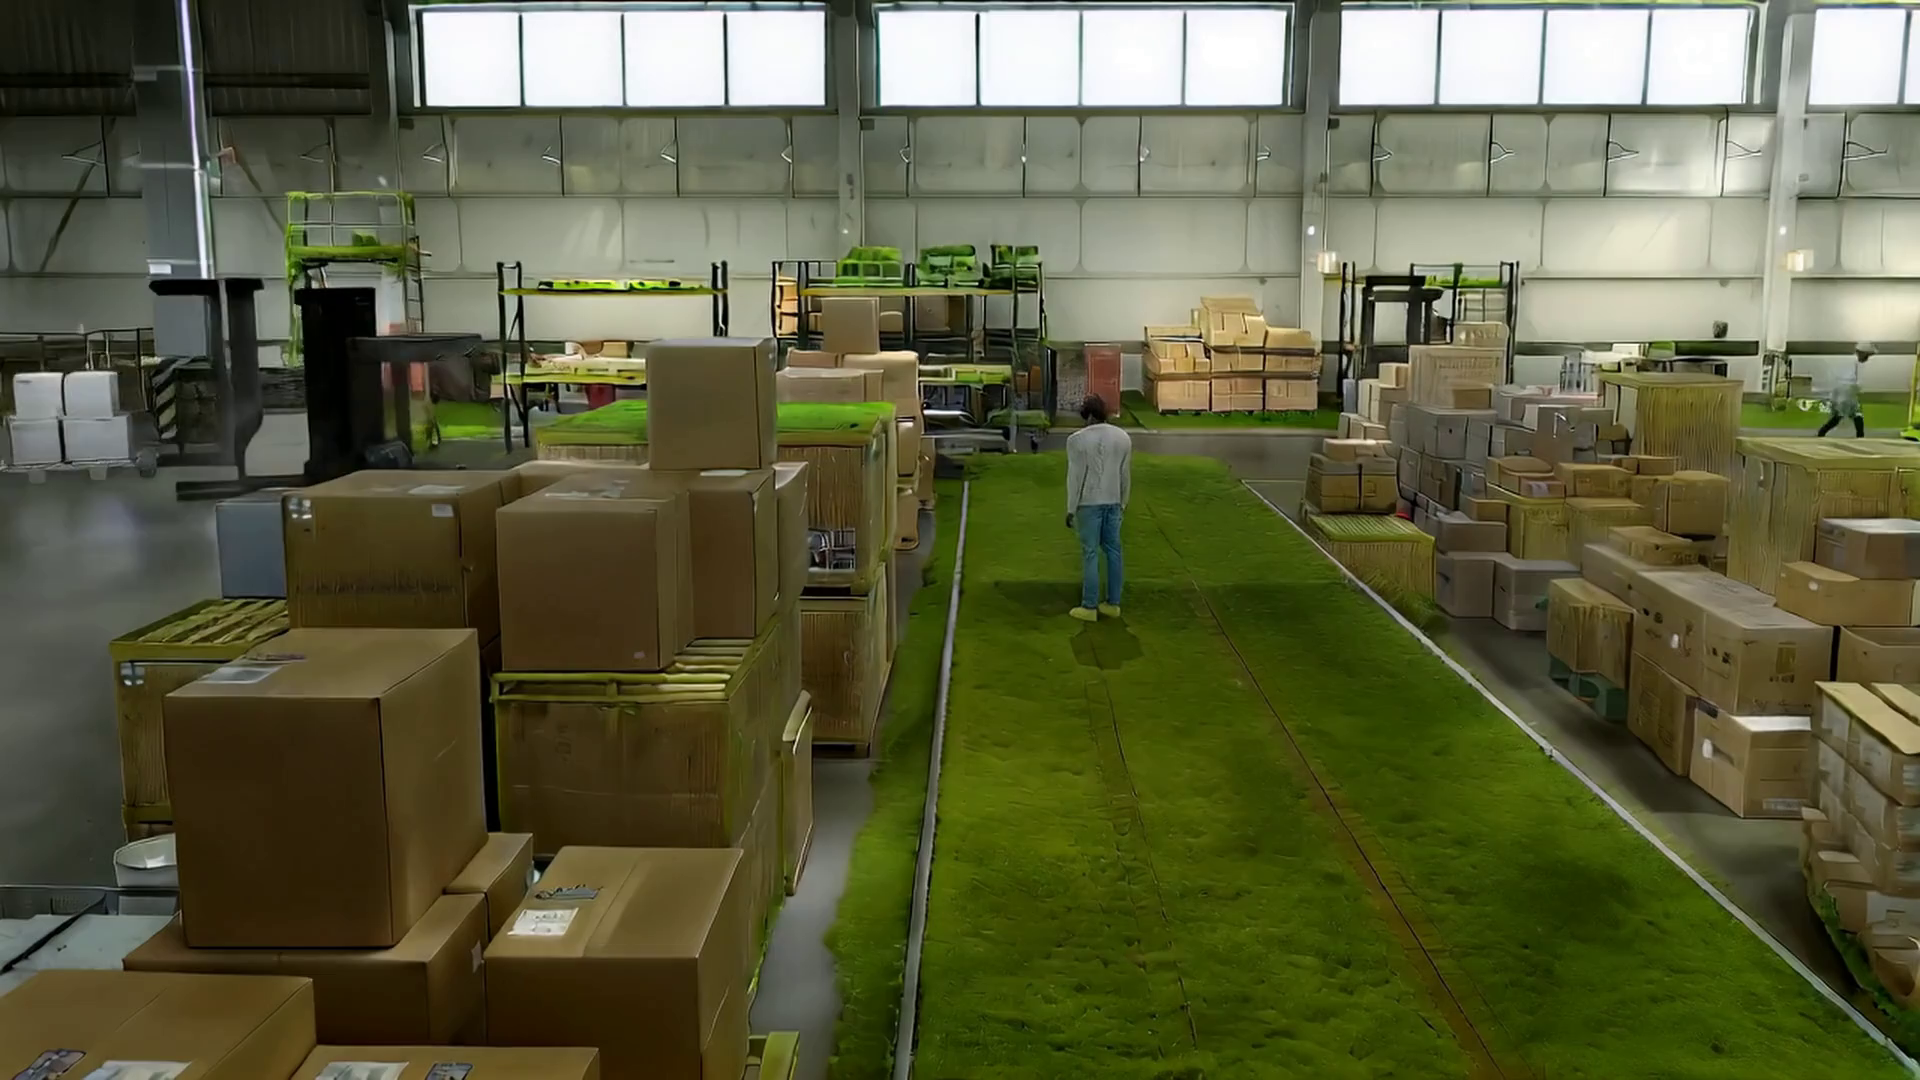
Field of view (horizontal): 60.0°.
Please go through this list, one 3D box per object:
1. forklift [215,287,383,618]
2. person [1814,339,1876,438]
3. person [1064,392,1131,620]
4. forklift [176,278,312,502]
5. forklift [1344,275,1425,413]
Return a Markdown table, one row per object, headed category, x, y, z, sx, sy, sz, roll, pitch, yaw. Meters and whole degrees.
| category | x | y | z | sx | sy | sz | roll | pitch | yaw |
| --- | --- | --- | --- | --- | --- | --- | --- | --- | --- |
| forklift | -5.142 | -0.713 | 13.904 | 1.873 | 2.768 | 1.129 | 0 | 9 | 1 |
| person | 13.891 | -2.231 | 26.101 | 0.554 | 1.861 | 1.048 | -7 | 12 | -36 |
| person | 1.169 | -0.285 | 14.165 | 0.635 | 1.935 | 0.349 | -6 | 11 | -31 |
| forklift | -9.218 | -1.986 | 21.533 | 1.873 | 2.768 | 1.129 | -4 | 10 | -25 |
| forklift | 6.826 | -2.807 | 26.447 | 1.129 | 2.768 | 1.873 | 0 | 9 | 1 |
